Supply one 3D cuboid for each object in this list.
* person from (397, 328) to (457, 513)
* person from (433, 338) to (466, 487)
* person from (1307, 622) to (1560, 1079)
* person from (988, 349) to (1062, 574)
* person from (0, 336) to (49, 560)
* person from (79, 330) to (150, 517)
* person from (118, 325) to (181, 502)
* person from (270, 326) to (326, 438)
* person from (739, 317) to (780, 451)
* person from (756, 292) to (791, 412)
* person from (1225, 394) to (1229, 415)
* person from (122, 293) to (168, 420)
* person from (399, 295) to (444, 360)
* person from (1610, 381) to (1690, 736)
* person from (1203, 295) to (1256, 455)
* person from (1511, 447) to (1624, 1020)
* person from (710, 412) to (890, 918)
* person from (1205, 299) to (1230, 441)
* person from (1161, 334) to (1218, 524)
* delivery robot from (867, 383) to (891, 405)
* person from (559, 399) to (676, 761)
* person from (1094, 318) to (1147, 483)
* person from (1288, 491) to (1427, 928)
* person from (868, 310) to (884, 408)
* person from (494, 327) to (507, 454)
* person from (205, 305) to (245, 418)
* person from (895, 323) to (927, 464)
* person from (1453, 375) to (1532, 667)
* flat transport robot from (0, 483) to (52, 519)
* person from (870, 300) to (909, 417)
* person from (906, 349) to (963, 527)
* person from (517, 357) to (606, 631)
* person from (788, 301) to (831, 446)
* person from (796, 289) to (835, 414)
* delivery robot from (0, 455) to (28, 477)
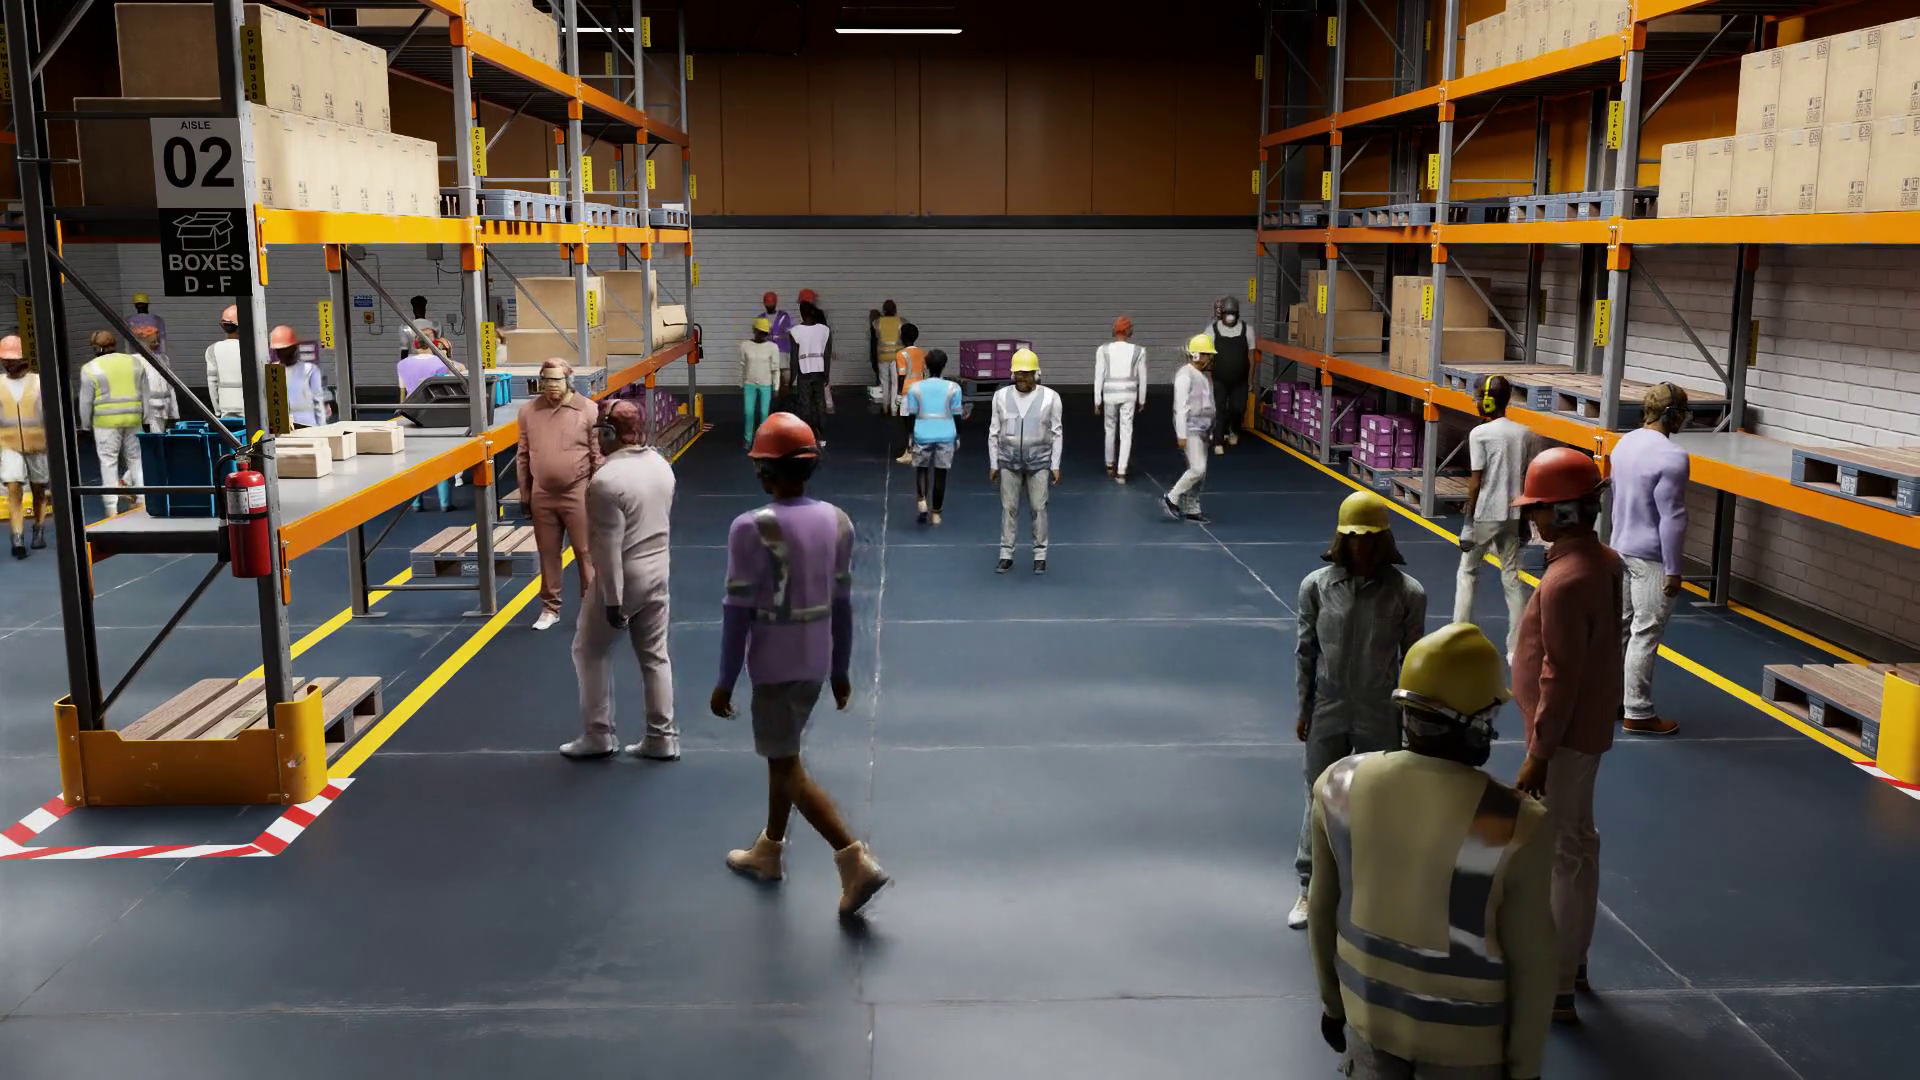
[{"bbox_3d":[-5.266,-1.178,16.485,0.564,1.836,0.390,0,10,-2],"label":"person"},{"bbox_3d":[-5.657,-1.397,18.246,0.511,1.641,0.307,0,10,-2],"label":"person"},{"bbox_3d":[1.086,1.092,3.838,0.591,1.834,0.404,10,14,43],"label":"person"},{"bbox_3d":[0.521,-0.630,13.435,0.600,1.829,0.404,2,10,11],"label":"person"},{"bbox_3d":[-8.014,-0.796,14.232,0.542,1.881,1.004,-5,11,-24],"label":"person"},{"bbox_3d":[-8.251,-1.134,16.260,0.441,1.830,0.636,7,12,34],"label":"person"},{"bbox_3d":[-8.315,-1.273,16.976,0.924,1.853,0.615,3,11,15],"label":"person"},{"bbox_3d":[-6.120,-0.990,15.199,0.575,1.909,0.724,-2,10,-9],"label":"person"},{"bbox_3d":[-2.554,-1.980,21.239,0.541,1.725,0.524,0,10,1],"label":"person"},{"bbox_3d":[-2.943,-2.968,26.302,0.572,1.884,0.741,2,10,12],"label":"person"},{"bbox_3d":[4.106,-2.741,25.867,0.516,1.585,0.880,2,10,12],"label":"person"},{"bbox_3d":[-12.174,-2.726,24.861,0.589,1.924,0.384,-6,12,-31],"label":"person"},{"bbox_3d":[-7.261,-2.324,22.520,0.600,1.959,0.380,-4,11,-22],"label":"person"},{"bbox_3d":[3.759,0.099,9.106,0.356,1.931,0.630,-1,10,-8],"label":"person"},{"bbox_3d":[3.417,-2.127,21.194,0.690,2.000,0.753,0,10,2],"label":"person"},{"bbox_3d":[2.078,0.667,5.783,0.388,1.987,0.608,6,12,32],"label":"person"},{"bbox_3d":[-0.630,0.497,6.674,0.956,2.016,0.613,8,13,38],"label":"person"},{"bbox_3d":[3.525,-2.305,22.560,0.400,1.907,0.645,4,11,22],"label":"person"},{"bbox_3d":[2.229,-1.040,15.755,0.419,1.815,0.616,6,12,32],"label":"person"},{"bbox_3d":[-1.089,-2.309,26.086,0.707,0.478,0.477,-3,10,-15],"label":"delivery robot"},{"bbox_3d":[-1.792,0.212,8.597,0.707,1.887,0.651,6,12,29],"label":"person"},{"bbox_3d":[1.815,-1.594,18.819,0.590,1.823,0.998,1,10,5],"label":"person"},{"bbox_3d":[1.535,0.671,6.436,0.487,1.744,0.312,3,11,17],"label":"person"},{"bbox_3d":[-1.239,-2.928,26.924,0.354,1.588,0.614,5,11,25],"label":"person"},{"bbox_3d":[-5.922,-1.941,21.377,0.518,1.603,0.815,2,10,8],"label":"person"},{"bbox_3d":[-7.256,-1.338,16.794,0.607,2.044,0.378,1,10,7],"label":"person"},{"bbox_3d":[-0.598,-1.776,20.195,0.322,1.697,0.533,8,13,37],"label":"person"},{"bbox_3d":[3.354,-0.119,10.572,0.621,1.845,0.554,-5,11,-25],"label":"person"},{"bbox_3d":[-9.558,-0.401,16.510,1.431,0.197,0.652,8,13,38],"label":"flat transport robot"},{"bbox_3d":[-1.051,-2.797,25.662,0.639,1.788,0.992,0,10,2],"label":"person"},{"bbox_3d":[-0.231,-0.960,15.684,0.539,1.678,0.362,1,10,3],"label":"person"},{"bbox_3d":[-2.751,-0.309,11.476,0.645,1.900,0.403,2,10,9],"label":"person"},{"bbox_3d":[-1.962,-2.169,21.789,0.587,1.914,0.391,-6,12,-30],"label":"person"},{"bbox_3d":[-2.237,-2.940,25.960,0.603,1.948,0.635,2,10,13],"label":"person"},{"bbox_3d":[-10.248,-0.855,17.990,0.477,0.478,0.707,-5,11,-27],"label":"delivery robot"}]
